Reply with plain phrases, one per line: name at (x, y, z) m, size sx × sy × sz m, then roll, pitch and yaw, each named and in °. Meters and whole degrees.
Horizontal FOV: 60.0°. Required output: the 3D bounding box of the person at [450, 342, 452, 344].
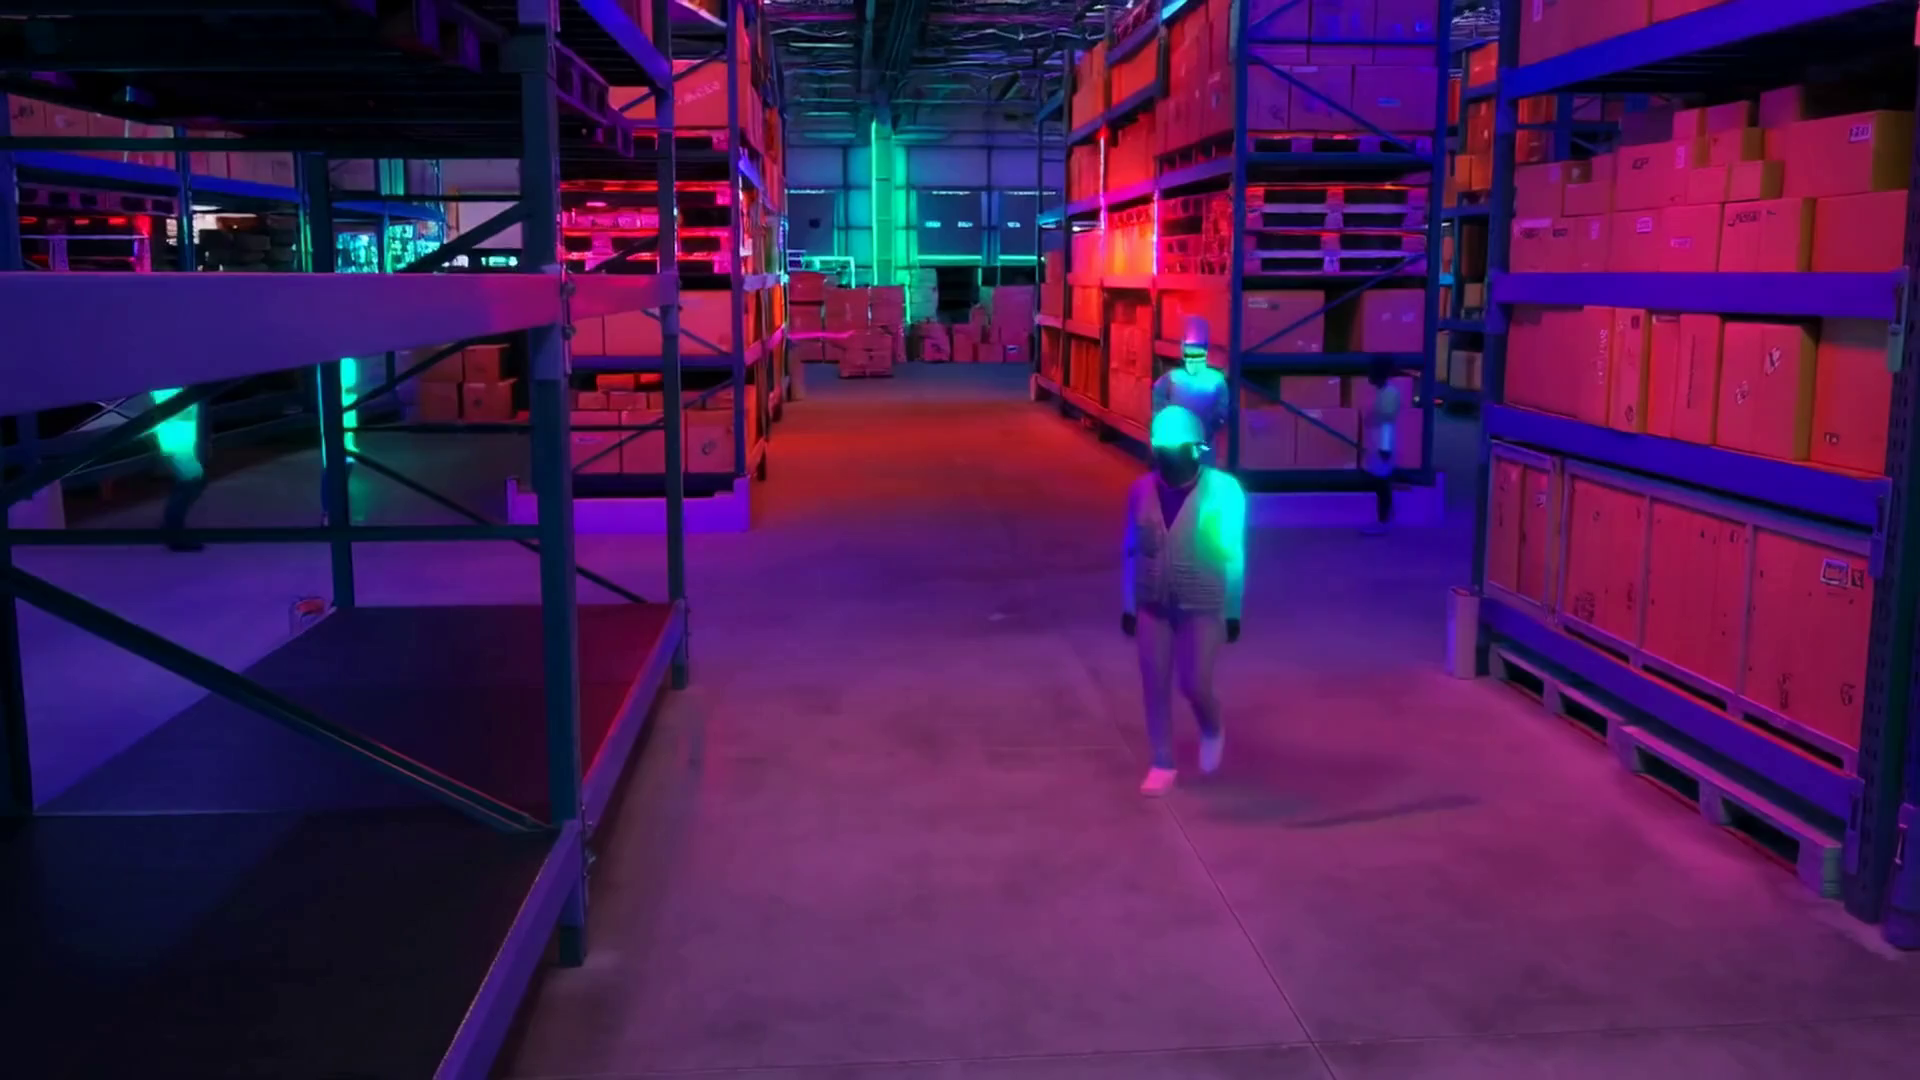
person at (-15.634, -6.593, 50.724) m, size 0.583 × 1.864 × 0.712 m, roll -5°, pitch 10°, yaw -28°

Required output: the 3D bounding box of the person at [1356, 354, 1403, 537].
person at (3.856, -0.865, 15.272) m, size 0.385 × 1.683 × 0.554 m, roll 0°, pitch 9°, yaw -1°

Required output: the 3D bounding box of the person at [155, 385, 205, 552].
person at (-6.713, -0.828, 14.365) m, size 0.475 × 1.916 × 0.555 m, roll -1°, pitch 9°, yaw -8°

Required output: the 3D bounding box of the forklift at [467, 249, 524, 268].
forklift at (-7.351, -3.280, 26.726) m, size 1.129 × 2.768 × 1.873 m, roll -1°, pitch 9°, yaw -4°

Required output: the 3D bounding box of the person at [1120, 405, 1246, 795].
person at (1.031, 0.273, 7.740) m, size 0.609 × 1.812 × 0.470 m, roll 5°, pitch 11°, yaw 31°

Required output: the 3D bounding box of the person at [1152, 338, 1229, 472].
person at (1.896, -0.708, 13.665) m, size 0.642 × 1.900 × 0.401 m, roll -1°, pitch 9°, yaw -4°

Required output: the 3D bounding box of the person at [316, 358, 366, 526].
person at (-5.821, -1.089, 15.668) m, size 0.453 × 2.030 × 0.618 m, roll -9°, pitch 12°, yaw -43°
